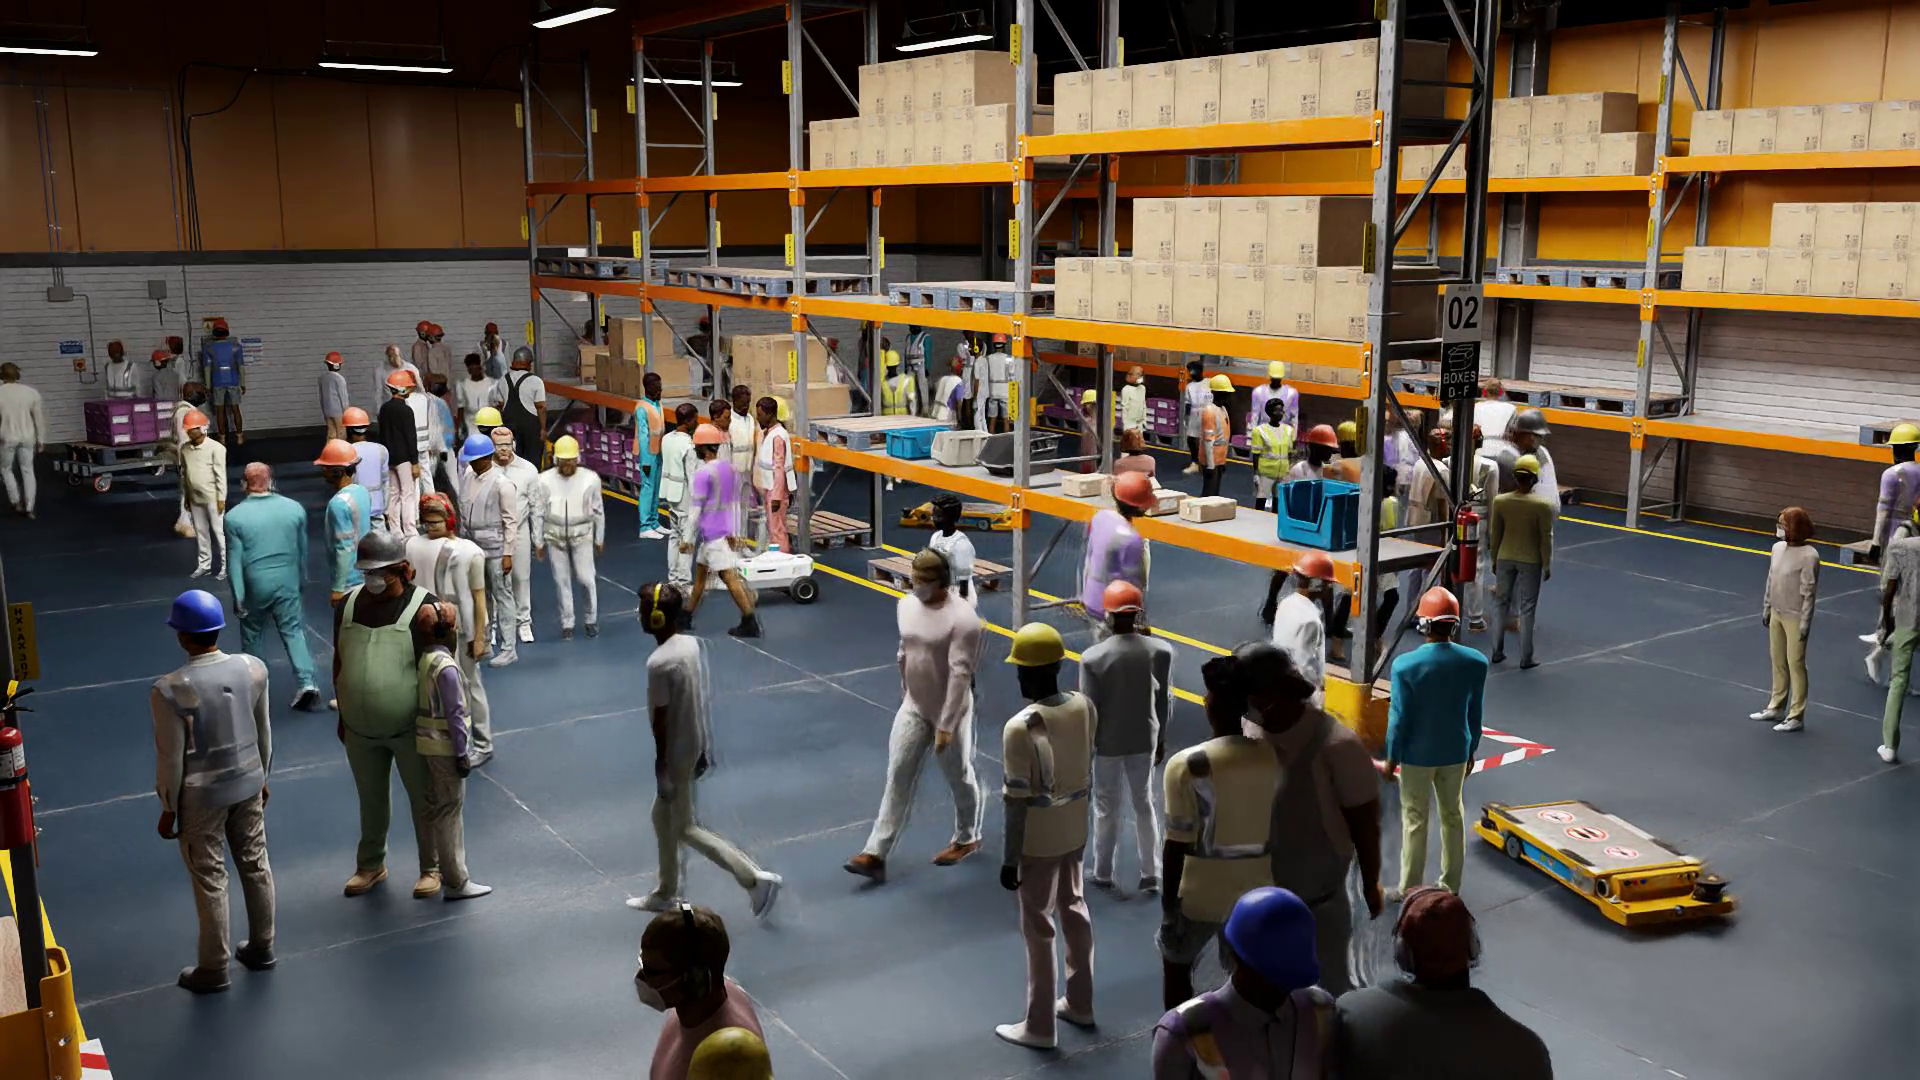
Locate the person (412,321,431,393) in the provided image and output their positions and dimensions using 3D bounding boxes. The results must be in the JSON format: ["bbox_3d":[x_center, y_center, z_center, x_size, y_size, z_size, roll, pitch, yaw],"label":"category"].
[{"bbox_3d":[-8.774,-2.599,27.299,0.411,1.986,0.615,-1,11,-3],"label":"person"}]

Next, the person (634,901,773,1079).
[{"bbox_3d":[-0.661,1.887,4.498,0.376,1.931,0.624,-3,11,-15],"label":"person"}]

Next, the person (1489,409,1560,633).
[{"bbox_3d":[5.026,-0.188,14.812,0.687,2.000,0.612,-8,14,-36],"label":"person"}]

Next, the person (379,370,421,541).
[{"bbox_3d":[-6.210,-0.892,18.534,0.613,1.995,0.391,10,15,40],"label":"person"}]

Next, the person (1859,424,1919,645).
[{"bbox_3d":[8.111,-0.042,14.383,0.582,1.919,0.388,-5,12,-25],"label":"person"}]

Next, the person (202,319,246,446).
[{"bbox_3d":[-11.838,-2.527,26.779,0.615,2.042,0.372,-6,13,-30],"label":"person"}]

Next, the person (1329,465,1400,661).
[{"bbox_3d":[3.406,0.188,13.831,0.596,1.667,0.557,-7,13,-33],"label":"person"}]

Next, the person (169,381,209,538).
[{"bbox_3d":[-8.841,-0.916,19.125,0.438,1.815,0.643,-4,12,-20],"label":"person"}]

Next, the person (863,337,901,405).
[{"bbox_3d":[-1.250,-2.288,26.195,0.645,1.806,0.741,4,12,18],"label":"person"}]

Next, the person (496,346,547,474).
[{"bbox_3d":[-5.611,-1.498,21.516,0.683,2.000,0.536,4,12,18],"label":"person"}]

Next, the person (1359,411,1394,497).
[{"bbox_3d":[4.475,-0.595,17.926,0.307,1.641,0.513,-5,12,-25],"label":"person"}]

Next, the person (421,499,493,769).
[{"bbox_3d":[-3.399,0.619,11.217,0.574,1.835,0.394,6,12,27],"label":"person"}]

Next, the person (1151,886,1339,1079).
[{"bbox_3d":[0.793,1.862,4.584,0.602,1.939,0.397,-6,12,-27],"label":"person"}]

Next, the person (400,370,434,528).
[{"bbox_3d":[-6.513,-1.088,19.818,0.355,1.887,0.573,6,12,27],"label":"person"}]

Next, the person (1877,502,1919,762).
[{"bbox_3d":[6.496,0.598,11.231,0.512,1.872,0.328,7,13,30],"label":"person"}]

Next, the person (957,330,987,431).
[{"bbox_3d":[0.174,-2.723,27.979,0.605,1.966,0.367,-9,15,-40],"label":"person"}]

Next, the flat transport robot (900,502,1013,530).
[{"bbox_3d":[0.063,-0.300,19.928,1.431,0.197,0.652,3,12,16],"label":"flat transport robot"}]

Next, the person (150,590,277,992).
[{"bbox_3d":[-3.569,1.192,7.982,0.383,1.951,0.605,6,13,29],"label":"person"}]

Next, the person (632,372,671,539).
[{"bbox_3d":[-3.571,-0.980,19.189,0.382,1.917,0.592,1,11,7],"label":"person"}]

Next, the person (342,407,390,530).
[{"bbox_3d":[-5.581,-0.275,15.529,0.358,1.934,0.551,8,13,34],"label":"person"}]

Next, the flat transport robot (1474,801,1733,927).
[{"bbox_3d":[3.575,1.768,9.348,0.652,0.197,1.431,-3,11,-15],"label":"flat transport robot"}]

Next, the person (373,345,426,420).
[{"bbox_3d":[-8.139,-1.926,24.222,0.724,1.855,0.985,-6,13,-30],"label":"person"}]

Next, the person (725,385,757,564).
[{"bbox_3d":[-2.372,-0.710,17.813,0.392,1.914,0.587,4,12,22],"label":"person"}]

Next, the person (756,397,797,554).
[{"bbox_3d":[-1.860,-0.490,16.717,0.415,1.907,0.593,-3,12,-16],"label":"person"}]

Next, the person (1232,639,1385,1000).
[{"bbox_3d":[1.389,1.359,6.895,0.805,2.000,0.572,8,14,36],"label":"person"}]

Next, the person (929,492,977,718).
[{"bbox_3d":[-0.066,0.484,12.282,0.323,1.688,0.530,-7,13,-30],"label":"person"}]

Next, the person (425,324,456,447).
[{"bbox_3d":[-8.271,-2.427,26.389,0.393,1.992,0.623,2,11,11],"label":"person"}]

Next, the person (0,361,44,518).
[{"bbox_3d":[-11.576,-1.224,20.402,0.655,1.922,0.526,-10,15,-43],"label":"person"}]

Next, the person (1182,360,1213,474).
[{"bbox_3d":[3.426,-1.712,23.602,0.617,1.662,0.335,9,14,37],"label":"person"}]

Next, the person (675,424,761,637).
[{"bbox_3d":[-2.203,-0.082,14.670,0.996,1.885,0.559,3,11,14],"label":"person"}]

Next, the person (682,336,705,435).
[{"bbox_3d":[-4.148,-2.241,25.846,0.342,1.839,0.504,7,13,33],"label":"person"}]

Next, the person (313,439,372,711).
[{"bbox_3d":[-4.606,0.259,12.512,0.369,2.048,0.607,-1,11,-4],"label":"person"}]

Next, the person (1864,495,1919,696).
[{"bbox_3d":[7.368,0.398,12.871,0.546,1.616,0.389,-4,12,-21],"label":"person"}]

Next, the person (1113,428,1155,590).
[{"bbox_3d":[1.696,-0.290,16.372,0.501,1.636,0.280,-7,13,-32],"label":"person"}]

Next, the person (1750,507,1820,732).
[{"bbox_3d":[5.990,0.564,12.029,0.277,1.630,0.506,-2,11,-8],"label":"person"}]

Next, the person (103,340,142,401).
[{"bbox_3d":[-12.370,-2.024,24.634,0.603,1.866,0.683,2,11,11],"label":"person"}]

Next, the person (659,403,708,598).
[{"bbox_3d":[-2.687,-0.377,16.141,0.410,1.907,0.600,-8,14,-36],"label":"person"}]

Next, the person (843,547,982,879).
[{"bbox_3d":[-0.216,0.981,9.220,0.637,1.886,0.992,9,14,40],"label":"person"}]

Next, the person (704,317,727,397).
[{"bbox_3d":[-4.346,-2.979,29.319,0.624,1.953,0.402,-10,15,-42],"label":"person"}]

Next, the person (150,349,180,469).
[{"bbox_3d":[-11.669,-1.920,24.413,0.343,1.749,0.572,1,11,6],"label":"person"}]
